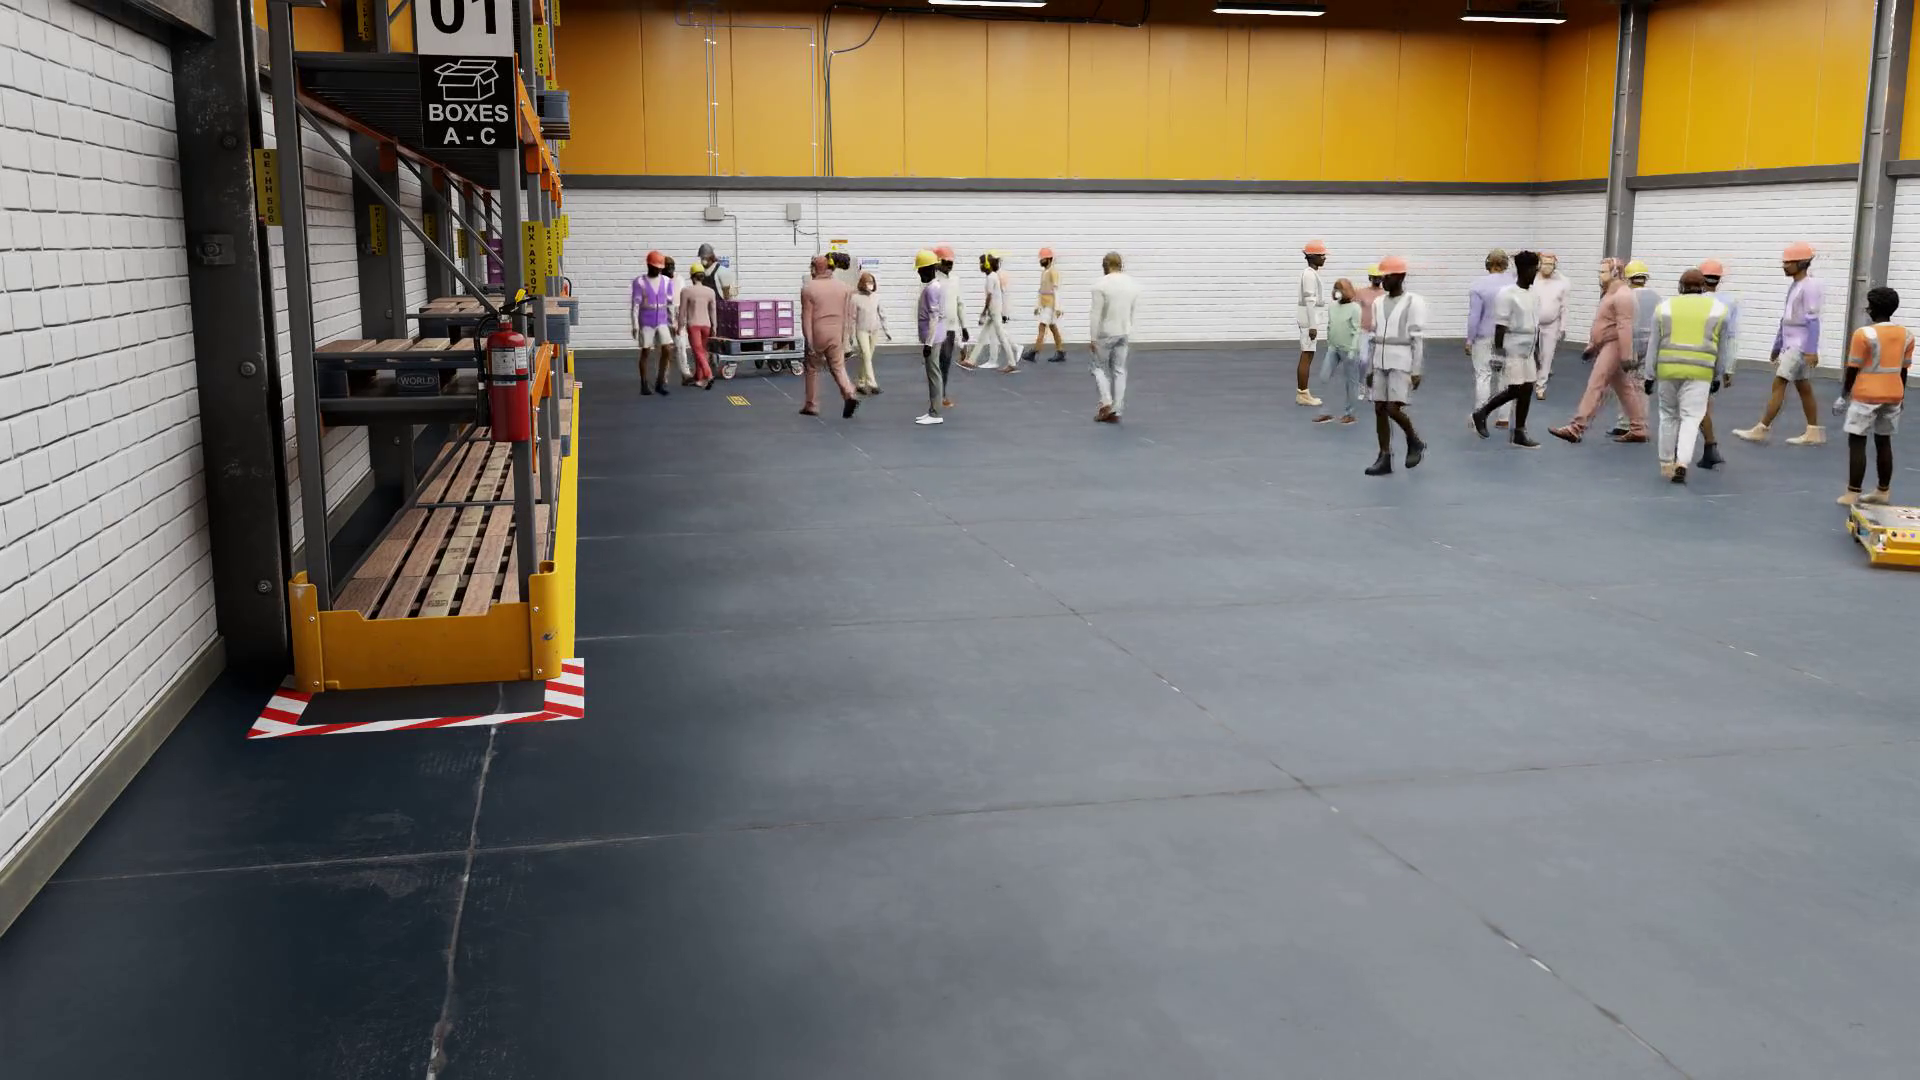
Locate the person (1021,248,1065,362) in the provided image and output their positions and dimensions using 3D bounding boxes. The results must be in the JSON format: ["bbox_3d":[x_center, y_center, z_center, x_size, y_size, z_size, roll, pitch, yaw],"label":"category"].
[{"bbox_3d":[1.352,-3.892,27.656,0.930,1.896,0.574,-3,11,-15],"label":"person"}]

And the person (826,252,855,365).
[{"bbox_3d":[-2.017,-3.793,27.259,0.396,1.847,0.567,2,10,8],"label":"person"}]

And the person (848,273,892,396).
[{"bbox_3d":[-1.160,-2.675,21.751,0.502,1.594,0.824,-8,13,-37],"label":"person"}]

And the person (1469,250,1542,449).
[{"bbox_3d":[5.427,-1.870,16.359,0.631,1.945,0.603,-8,13,-39],"label":"person"}]

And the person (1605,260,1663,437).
[{"bbox_3d":[6.933,-1.961,17.158,0.600,1.826,0.404,-6,12,-28],"label":"person"}]

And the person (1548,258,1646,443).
[{"bbox_3d":[6.484,-1.892,16.702,0.979,1.854,0.653,3,11,14],"label":"person"}]

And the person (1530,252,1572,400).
[{"bbox_3d":[7.411,-2.710,21.154,0.647,1.884,0.510,2,10,13],"label":"person"}]

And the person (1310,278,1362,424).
[{"bbox_3d":[4.146,-2.065,18.298,0.667,1.608,0.514,-7,13,-35],"label":"person"}]

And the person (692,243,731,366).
[{"bbox_3d":[-3.993,-3.826,26.906,0.701,2.000,0.782,5,11,24],"label":"person"}]

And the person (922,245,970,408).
[{"bbox_3d":[-0.145,-2.577,20.184,0.597,1.975,0.617,9,14,41],"label":"person"}]

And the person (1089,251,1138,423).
[{"bbox_3d":[1.689,-2.256,18.559,0.653,1.916,0.456,-6,12,-30],"label":"person"}]

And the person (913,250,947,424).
[{"bbox_3d":[-0.336,-2.244,18.470,0.373,1.921,0.585,0,10,1],"label":"person"}]

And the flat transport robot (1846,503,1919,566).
[{"bbox_3d":[6.236,-0.041,10.835,0.652,0.197,1.431,4,11,21],"label":"flat transport robot"}]

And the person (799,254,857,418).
[{"bbox_3d":[-1.531,-2.344,19.164,0.645,1.875,0.868,-7,12,-33],"label":"person"}]

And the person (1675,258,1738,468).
[{"bbox_3d":[6.751,-1.610,15.093,0.556,1.884,1.031,-1,10,-8],"label":"person"}]

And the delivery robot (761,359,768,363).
[{"bbox_3d":[-2.928,-3.068,26.562,0.477,0.478,0.707,3,11,15],"label":"delivery robot"}]

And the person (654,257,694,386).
[{"bbox_3d":[-4.080,-3.068,23.391,0.636,1.789,0.954,-5,11,-24],"label":"person"}]

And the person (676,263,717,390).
[{"bbox_3d":[-3.564,-2.939,22.859,0.524,1.732,0.853,-8,13,-38],"label":"person"}]

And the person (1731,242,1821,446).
[{"bbox_3d":[8.119,-1.915,16.411,0.961,1.998,0.651,2,10,12],"label":"person"}]

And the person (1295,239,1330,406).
[{"bbox_3d":[4.339,-2.670,20.492,0.377,2.045,0.605,1,10,8],"label":"person"}]

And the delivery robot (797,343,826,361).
[{"bbox_3d":[-2.258,-2.929,25.794,0.707,0.478,0.477,-5,11,-24],"label":"delivery robot"}]

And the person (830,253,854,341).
[{"bbox_3d":[-2.007,-3.887,27.845,0.457,1.817,0.732,-1,10,-6],"label":"person"}]

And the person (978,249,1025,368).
[{"bbox_3d":[0.666,-3.681,26.500,0.708,1.897,0.589,-2,10,-12],"label":"person"}]

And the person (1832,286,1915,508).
[{"bbox_3d":[6.954,-1.080,12.656,0.556,1.693,0.336,-3,11,-17],"label":"person"}]

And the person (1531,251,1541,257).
[{"bbox_3d":[8.585,-3.375,24.854,0.610,1.872,0.551,-3,11,-18],"label":"person"}]

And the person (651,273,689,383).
[{"bbox_3d":[-4.117,-3.012,23.603,0.632,1.614,0.549,4,11,23],"label":"person"}]

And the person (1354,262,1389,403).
[{"bbox_3d":[5.186,-2.592,20.835,0.545,1.753,0.364,0,10,2],"label":"person"}]

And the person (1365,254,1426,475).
[{"bbox_3d":[3.781,-1.514,14.429,0.499,1.918,0.559,-7,12,-34],"label":"person"}]

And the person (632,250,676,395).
[{"bbox_3d":[-4.006,-2.836,21.811,0.620,1.896,0.676,-6,12,-32],"label":"person"}]

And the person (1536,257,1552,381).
[{"bbox_3d":[7.918,-3.016,22.984,0.549,1.835,0.440,-7,12,-34],"label":"person"}]

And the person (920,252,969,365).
[{"bbox_3d":[-0.257,-3.758,27.073,0.713,1.848,0.523,-3,11,-18],"label":"person"}]

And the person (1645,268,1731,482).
[{"bbox_3d":[6.126,-1.390,14.070,0.638,1.808,0.769,6,12,31],"label":"person"}]

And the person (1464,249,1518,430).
[{"bbox_3d":[5.729,-2.143,17.863,0.638,1.937,0.357,-1,10,-8],"label":"person"}]

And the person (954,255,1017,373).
[{"bbox_3d":[0.423,-3.462,25.539,1.002,1.802,0.511,0,10,-3],"label":"person"}]
